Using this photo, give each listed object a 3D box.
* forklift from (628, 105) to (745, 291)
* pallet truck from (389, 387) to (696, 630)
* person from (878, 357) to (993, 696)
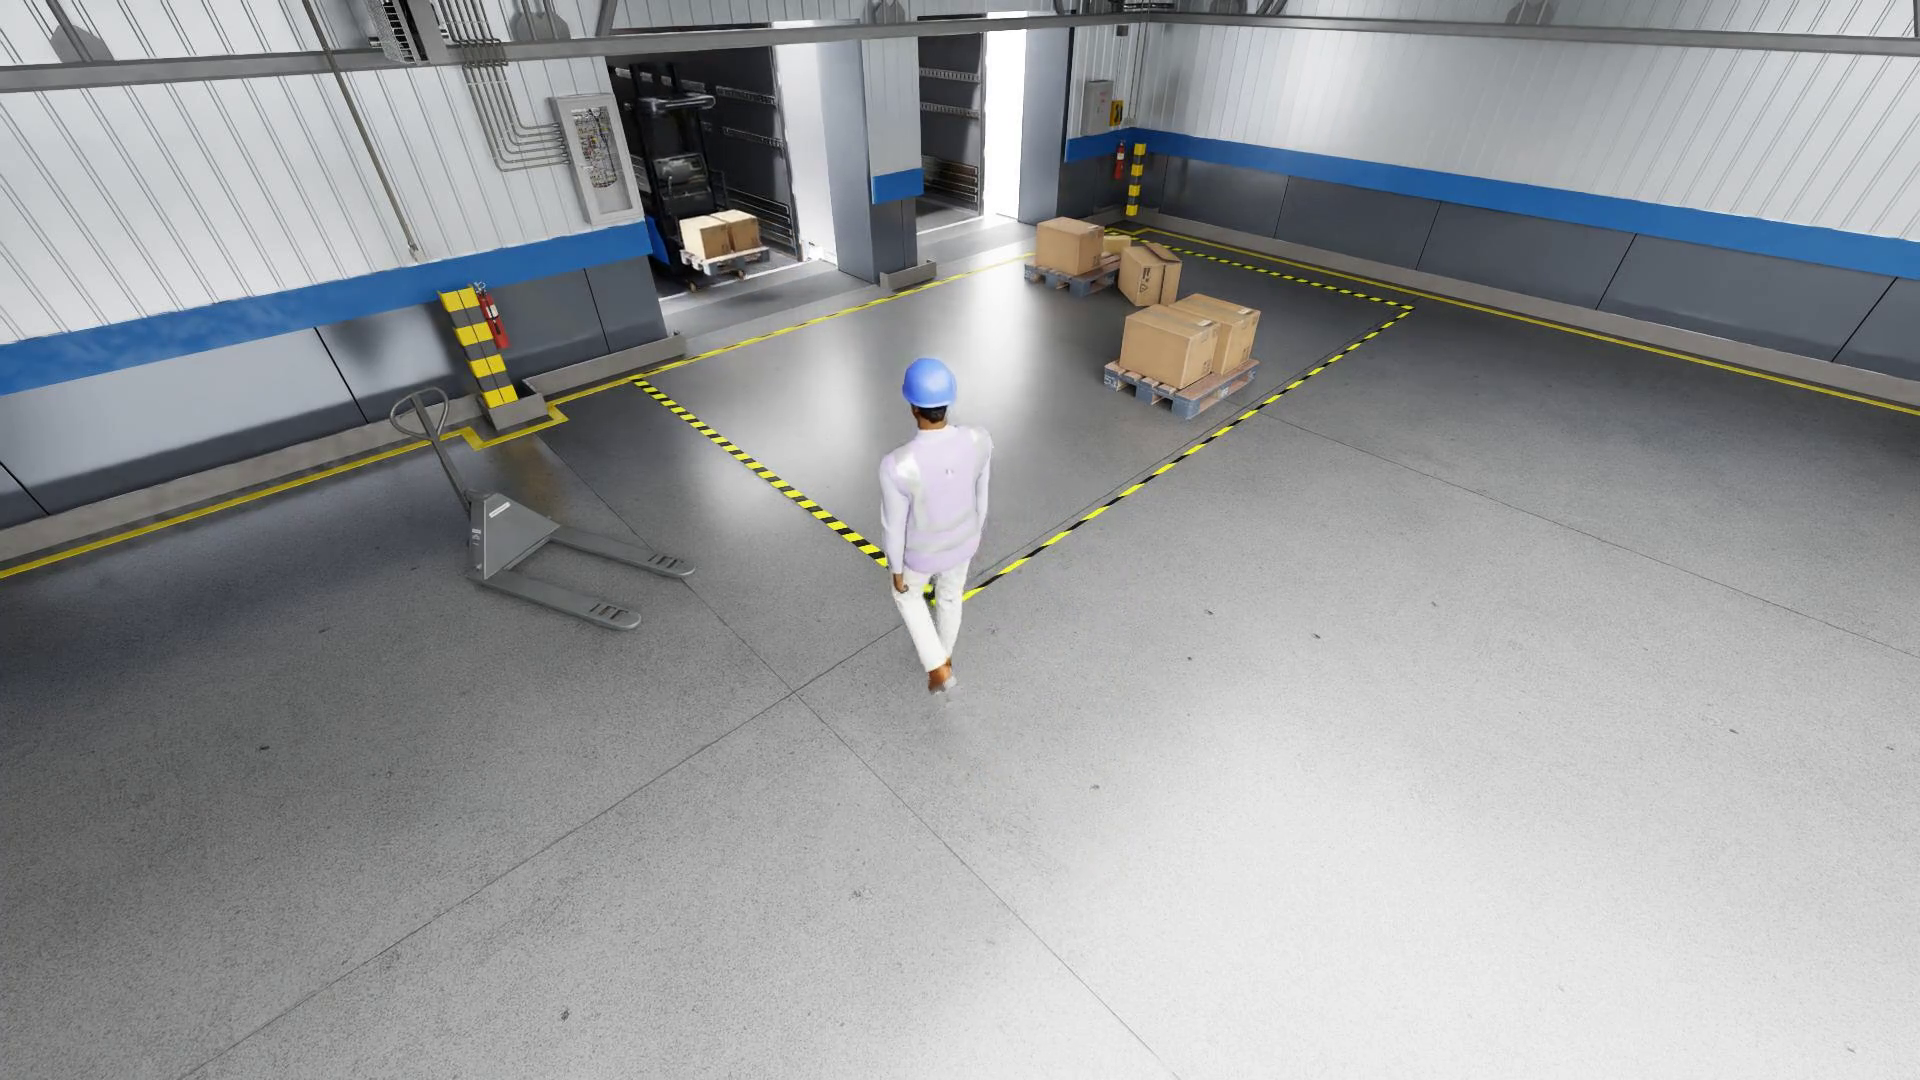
[{"bbox_3d":[-3.730,-4.477,9.412,0.716,2.013,0.776,-31,47,-33],"label":"forklift"},{"bbox_3d":[-2.613,-0.247,4.593,1.601,1.201,0.680,14,40,17],"label":"pallet truck"},{"bbox_3d":[-0.098,0.035,3.663,0.609,1.929,0.609,-18,41,-22],"label":"person"}]
